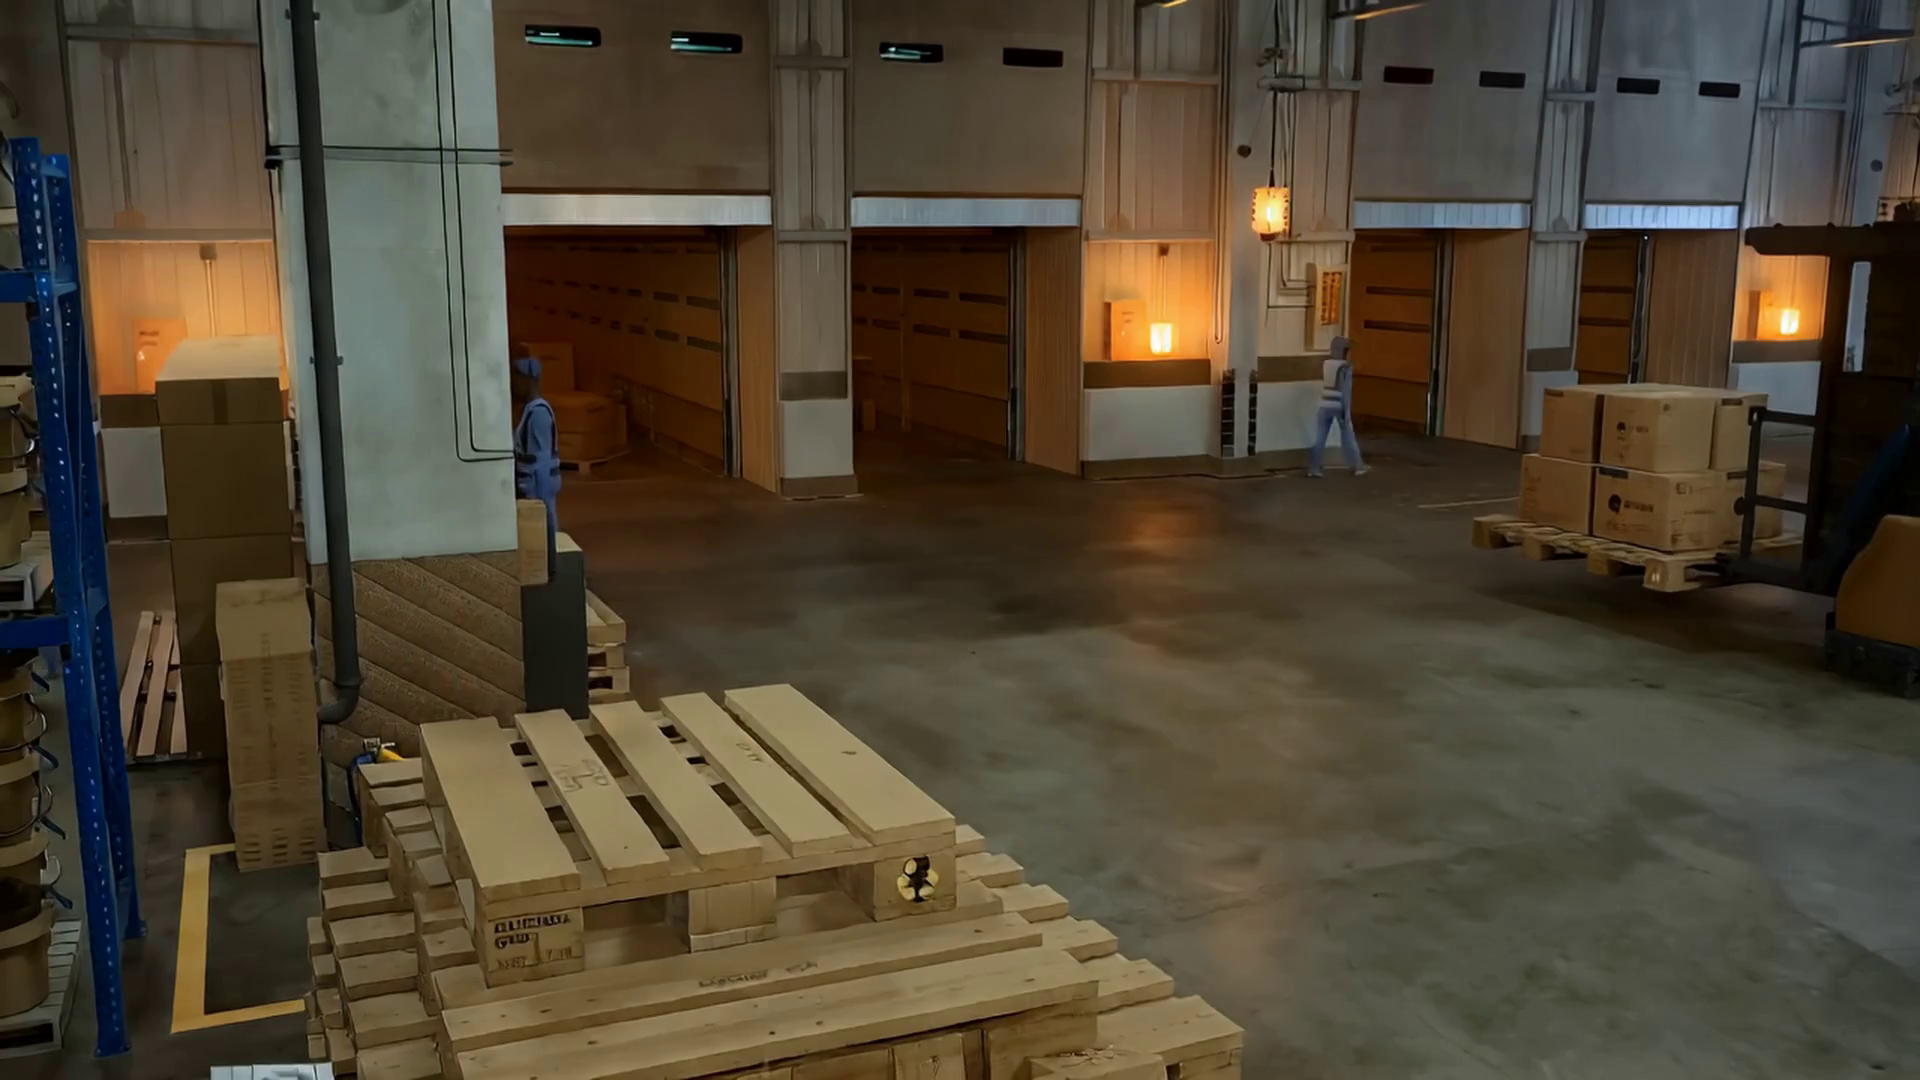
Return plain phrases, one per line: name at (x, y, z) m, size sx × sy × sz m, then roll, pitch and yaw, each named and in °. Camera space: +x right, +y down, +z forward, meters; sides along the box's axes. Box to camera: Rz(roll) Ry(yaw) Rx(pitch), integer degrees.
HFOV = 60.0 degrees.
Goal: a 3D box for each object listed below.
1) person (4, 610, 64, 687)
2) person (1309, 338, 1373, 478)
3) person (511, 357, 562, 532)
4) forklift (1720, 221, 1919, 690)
person at (-5.888, 0.054, 9.859) m, size 0.520 × 1.812 × 0.937 m, roll 7°, pitch 13°, yaw 36°
person at (4.346, -1.506, 19.016) m, size 0.849 × 1.592 × 0.527 m, roll -6°, pitch 12°, yaw -30°
person at (-3.049, -0.372, 11.987) m, size 0.353 × 1.883 × 0.572 m, roll -3°, pitch 11°, yaw -17°
forklift at (5.949, -0.550, 10.218) m, size 1.129 × 2.768 × 1.873 m, roll -4°, pitch 11°, yaw -23°
